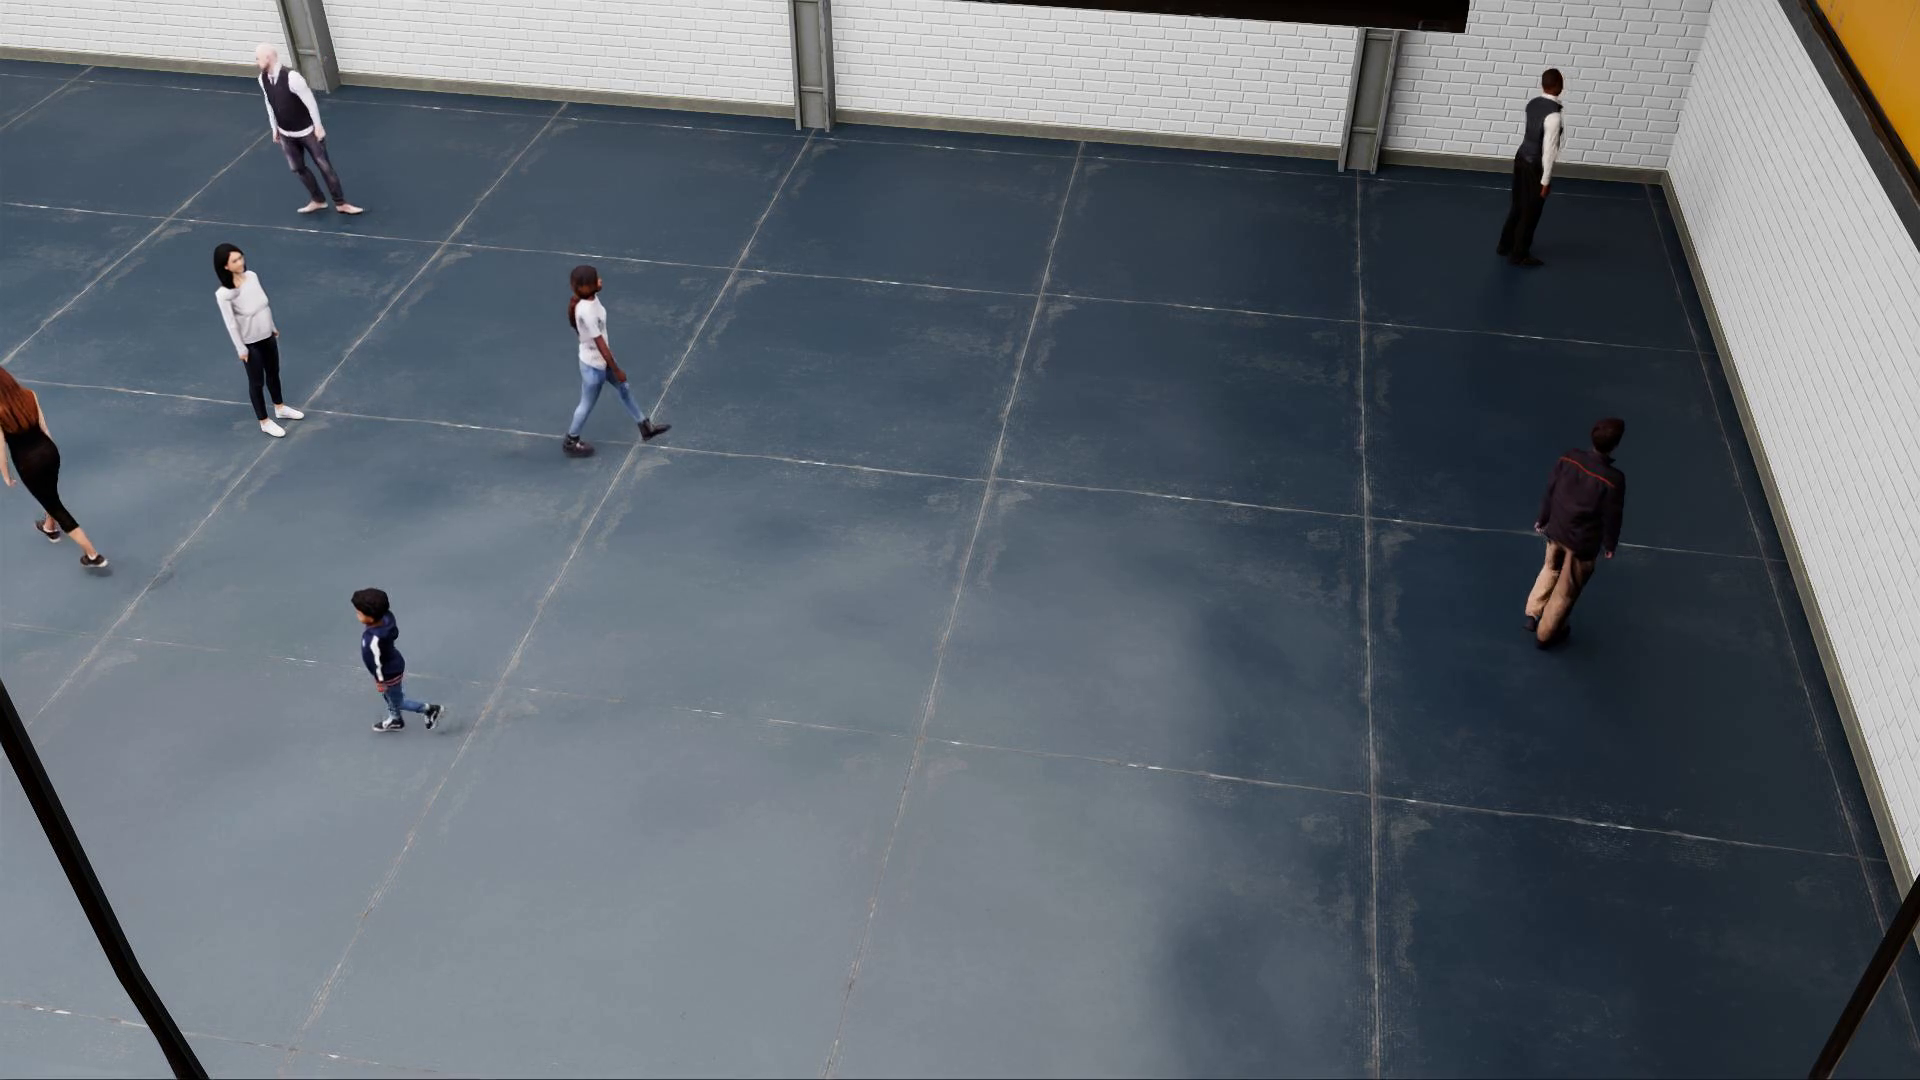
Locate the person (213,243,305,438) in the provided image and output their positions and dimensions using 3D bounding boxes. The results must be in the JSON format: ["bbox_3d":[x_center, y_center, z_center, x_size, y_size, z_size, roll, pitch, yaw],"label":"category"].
[{"bbox_3d":[-5.781,-1.659,13.610,0.581,1.700,0.632,10,40,12],"label":"person"}]

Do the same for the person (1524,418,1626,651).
[{"bbox_3d":[4.143,0.003,11.357,0.891,1.915,0.821,-27,46,-29],"label":"person"}]

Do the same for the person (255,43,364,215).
[{"bbox_3d":[-6.512,-4.059,16.535,0.530,1.800,0.986,3,39,4],"label":"person"}]

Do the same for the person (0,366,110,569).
[{"bbox_3d":[-6.696,-0.508,12.187,1.180,1.678,0.802,19,42,22],"label":"person"}]

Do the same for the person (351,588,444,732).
[{"bbox_3d":[-3.714,0.816,10.903,0.791,1.212,0.655,-7,39,-8],"label":"person"}]

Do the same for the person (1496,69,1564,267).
[{"bbox_3d":[5.450,-3.529,15.782,0.750,1.913,0.816,1,39,2],"label":"person"}]

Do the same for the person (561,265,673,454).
[{"bbox_3d":[-2.981,-1.382,13.283,1.190,1.676,0.823,-5,39,-6],"label":"person"}]
